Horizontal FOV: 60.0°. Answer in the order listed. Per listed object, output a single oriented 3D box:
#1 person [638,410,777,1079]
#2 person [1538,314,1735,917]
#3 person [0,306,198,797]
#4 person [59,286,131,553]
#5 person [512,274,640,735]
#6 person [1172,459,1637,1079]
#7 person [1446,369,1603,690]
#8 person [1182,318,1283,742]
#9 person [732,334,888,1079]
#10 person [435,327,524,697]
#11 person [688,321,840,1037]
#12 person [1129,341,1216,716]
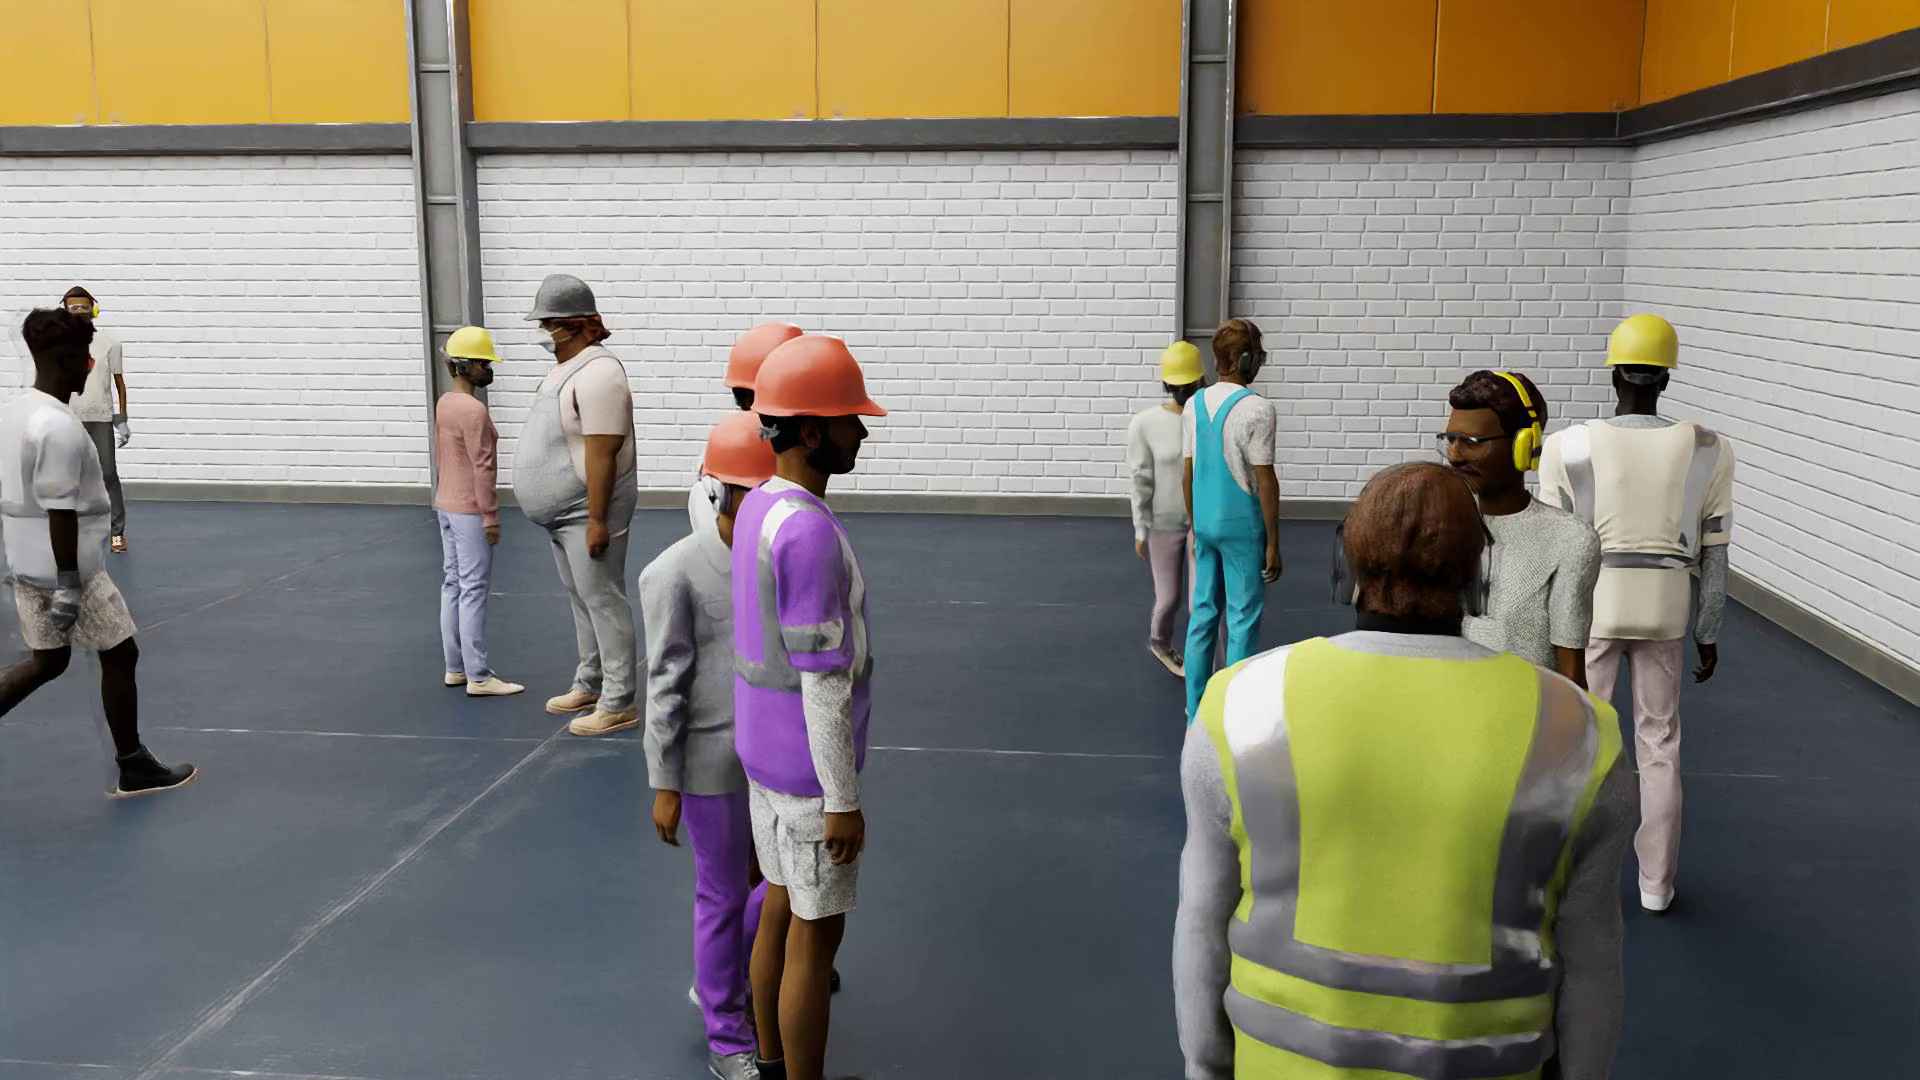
[{"bbox_3d":[-0.571,0.531,4.242,0.585,1.738,0.478,-9,14,-43],"label":"person"},{"bbox_3d":[2.125,0.246,5.329,0.594,1.925,0.379,2,10,10],"label":"person"},{"bbox_3d":[-3.478,0.085,6.281,0.597,1.930,0.869,9,13,42],"label":"person"},{"bbox_3d":[-6.102,-0.831,11.643,0.532,1.876,0.321,-3,10,-14],"label":"person"},{"bbox_3d":[-1.709,-0.171,7.390,0.536,2.000,0.684,-5,11,-27],"label":"person"},{"bbox_3d":[0.629,0.796,2.464,0.635,1.835,0.429,3,10,15],"label":"person"},{"bbox_3d":[1.227,0.539,3.848,0.335,1.865,0.504,-6,11,-29],"label":"person"},{"bbox_3d":[1.154,-0.010,7.030,0.345,1.845,0.508,-8,13,-38],"label":"person"},{"bbox_3d":[-0.337,0.498,3.854,0.354,1.939,0.544,-4,11,-21],"label":"person"},{"bbox_3d":[-2.336,-0.134,7.978,0.329,1.765,0.525,-7,12,-35],"label":"person"},{"bbox_3d":[-0.506,0.374,4.568,0.375,1.935,0.551,3,10,17],"label":"person"},{"bbox_3d":[1.060,-0.089,7.830,0.527,1.721,0.708,1,10,7],"label":"person"}]
